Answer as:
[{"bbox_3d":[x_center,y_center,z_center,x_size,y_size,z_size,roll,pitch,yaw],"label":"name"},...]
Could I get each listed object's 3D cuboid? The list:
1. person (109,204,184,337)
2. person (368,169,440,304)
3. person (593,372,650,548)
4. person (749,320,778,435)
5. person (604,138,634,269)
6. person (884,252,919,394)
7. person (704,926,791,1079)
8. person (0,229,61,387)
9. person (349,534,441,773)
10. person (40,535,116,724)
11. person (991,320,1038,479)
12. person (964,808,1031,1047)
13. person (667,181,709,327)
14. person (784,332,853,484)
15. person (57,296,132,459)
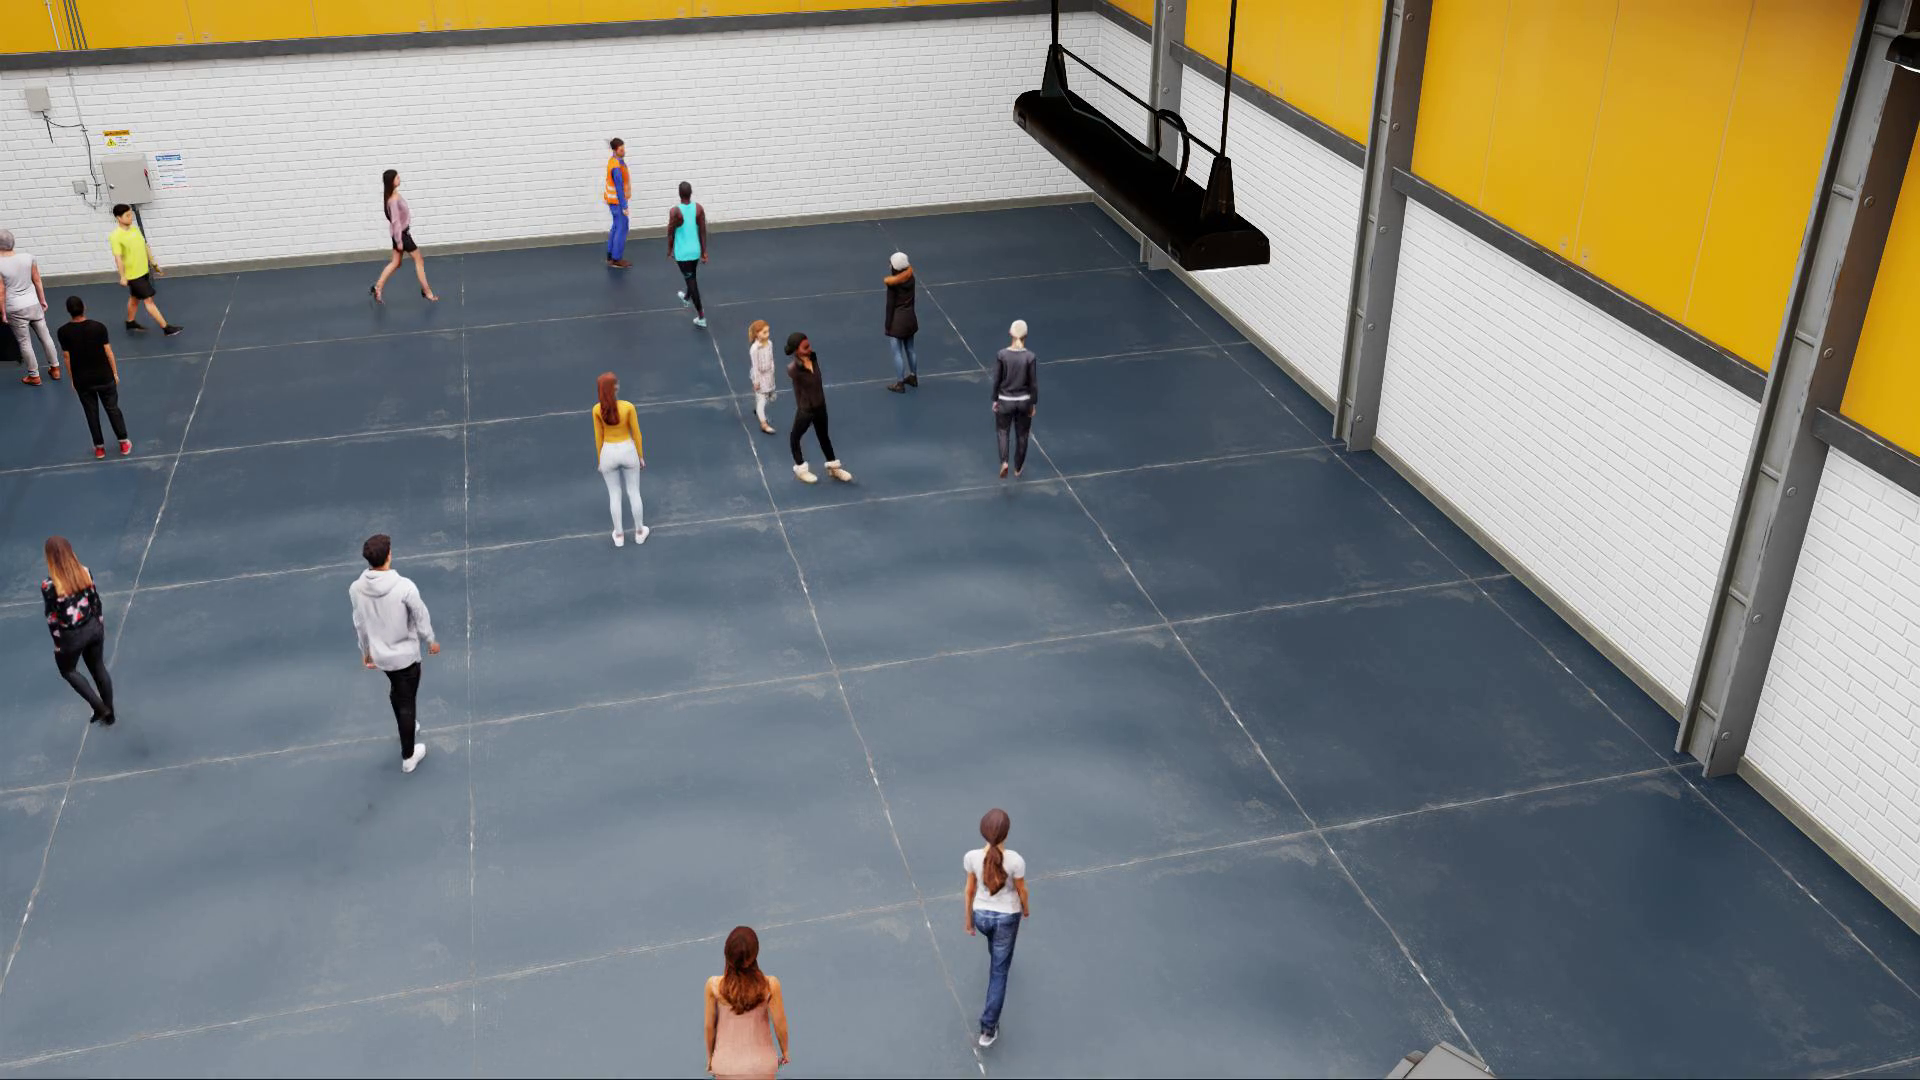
[{"bbox_3d":[-10.178,-3.290,20.396,0.972,1.664,1.112,4,29,7],"label":"person"},{"bbox_3d":[-7.249,-3.829,21.266,0.763,1.777,1.049,-11,30,-19],"label":"person"},{"bbox_3d":[-3.210,-0.763,15.677,0.609,1.748,0.547,-4,29,-8],"label":"person"},{"bbox_3d":[-2.194,-1.783,18.013,0.753,1.301,0.688,19,34,31],"label":"person"},{"bbox_3d":[-4.685,-4.570,22.591,0.892,1.809,0.596,-14,31,-23],"label":"person"},{"bbox_3d":[-0.661,-2.489,18.962,0.768,1.631,0.731,21,35,34],"label":"person"},{"bbox_3d":[-1.165,2.869,8.945,0.687,1.819,0.747,0,29,-1],"label":"person"},{"bbox_3d":[-10.753,-2.679,19.098,0.794,1.835,0.767,19,34,31],"label":"person"},{"bbox_3d":[-4.268,0.896,12.470,0.842,1.905,0.946,4,29,7],"label":"person"},{"bbox_3d":[-6.831,0.752,12.981,0.779,1.670,0.724,17,33,29],"label":"person"},{"bbox_3d":[0.546,-1.389,16.855,0.780,1.717,0.880,3,29,6],"label":"person"},{"bbox_3d":[0.215,2.366,10.174,0.953,1.524,1.141,9,30,16],"label":"person"},{"bbox_3d":[-3.349,-3.514,20.710,0.867,1.757,1.271,-17,33,-28],"label":"person"},{"bbox_3d":[-1.417,-1.280,16.736,0.952,1.641,0.887,-10,30,-18],"label":"person"},{"bbox_3d":[-9.071,-1.709,17.402,0.663,1.757,0.621,-14,32,-24],"label":"person"}]
